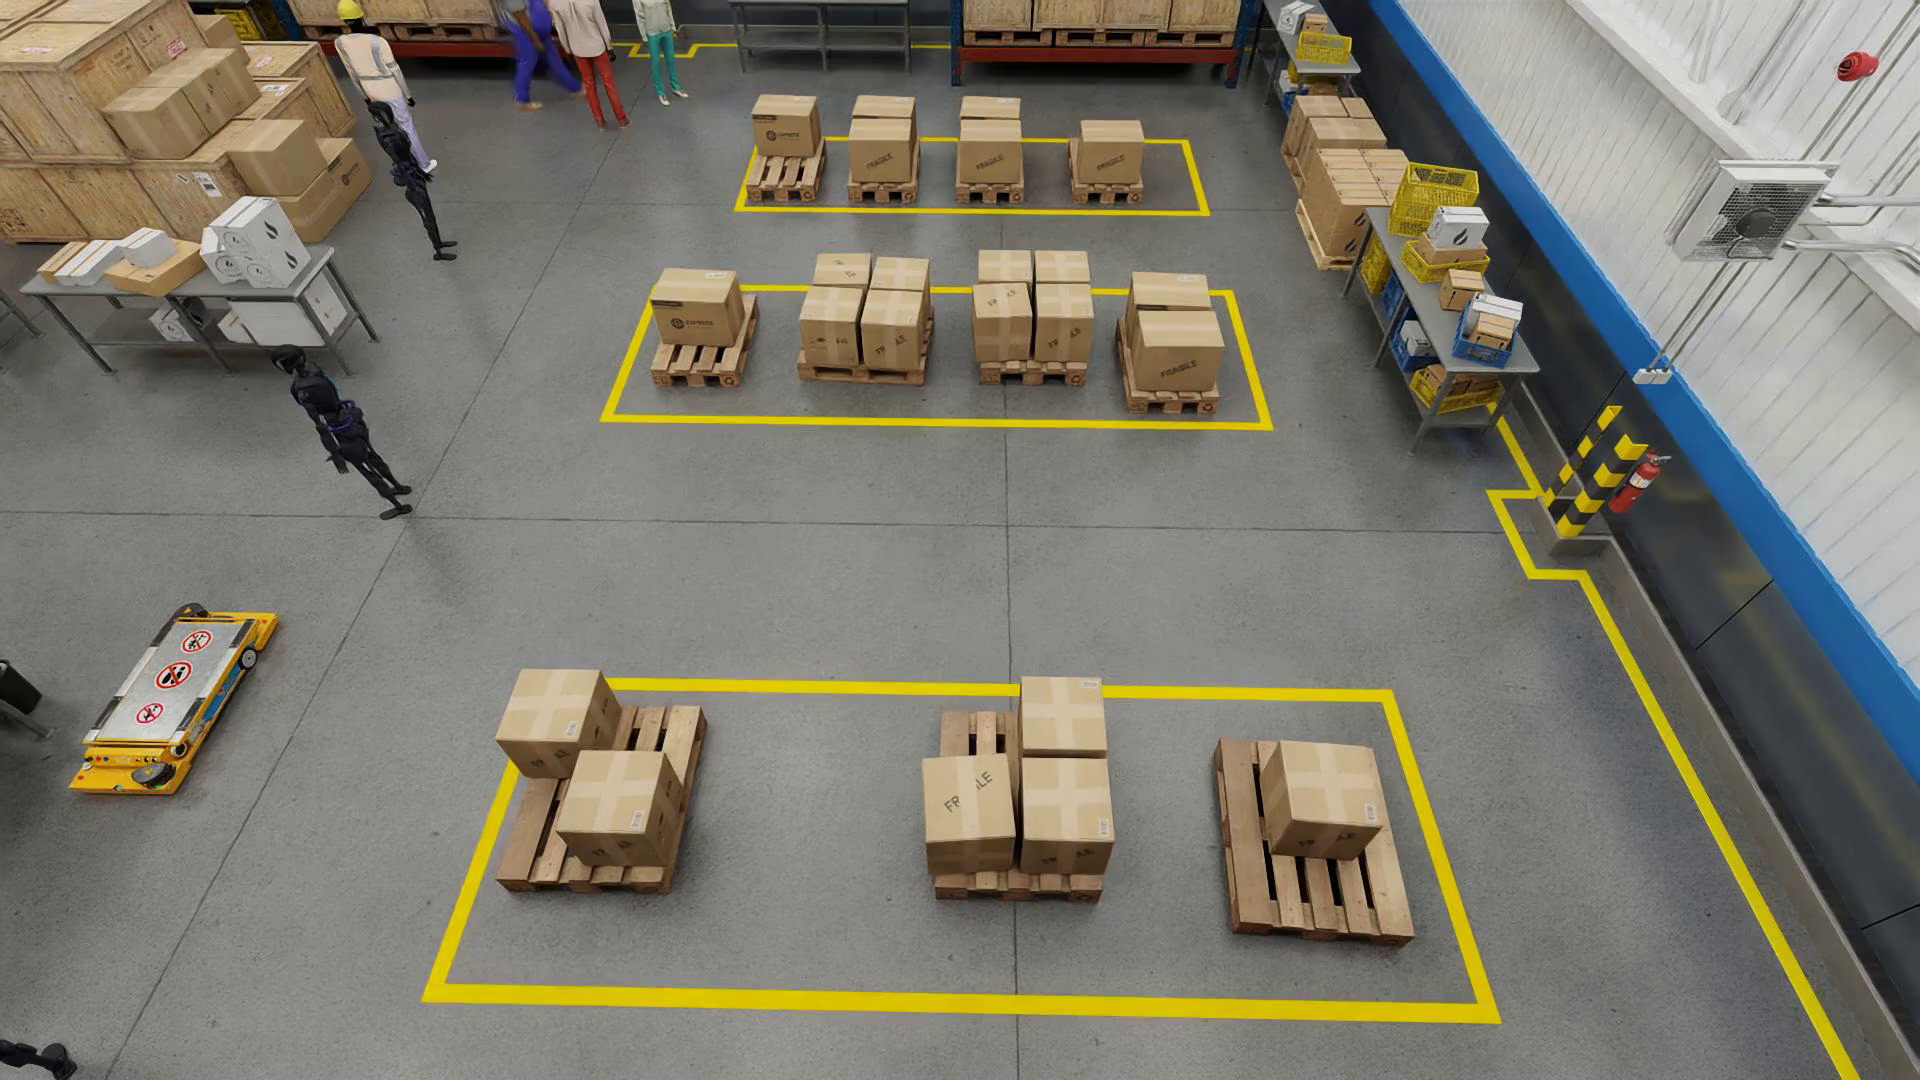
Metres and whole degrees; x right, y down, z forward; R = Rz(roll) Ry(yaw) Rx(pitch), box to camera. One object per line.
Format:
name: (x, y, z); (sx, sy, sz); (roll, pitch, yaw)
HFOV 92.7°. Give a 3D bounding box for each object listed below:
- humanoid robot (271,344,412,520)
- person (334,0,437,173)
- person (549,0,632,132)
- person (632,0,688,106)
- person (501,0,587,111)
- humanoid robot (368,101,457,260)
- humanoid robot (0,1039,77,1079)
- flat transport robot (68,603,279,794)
humanoid robot: (-4.809, -0.837, 7.152); (0.313, 1.653, 0.562); (-15, 51, -12)
person: (-6.748, -5.268, 10.747); (0.586, 1.919, 0.398); (-3, 50, -3)
person: (-4.621, -6.126, 11.425); (0.608, 1.988, 0.388); (-5, 50, -4)
person: (-3.947, -6.666, 12.027); (0.324, 1.765, 0.528); (37, 59, 27)
person: (-5.560, -6.625, 11.813); (1.034, 2.000, 0.698); (-8, 50, -7)
humanoid robot: (-5.734, -3.770, 9.626); (0.310, 1.656, 0.610); (-14, 51, -11)
humanoid robot: (-5.072, 2.440, 4.378); (0.328, 1.652, 0.573); (19, 52, 15)
flat transport robot: (-5.504, 1.072, 6.442); (0.652, 0.197, 1.431); (1, 50, 1)
